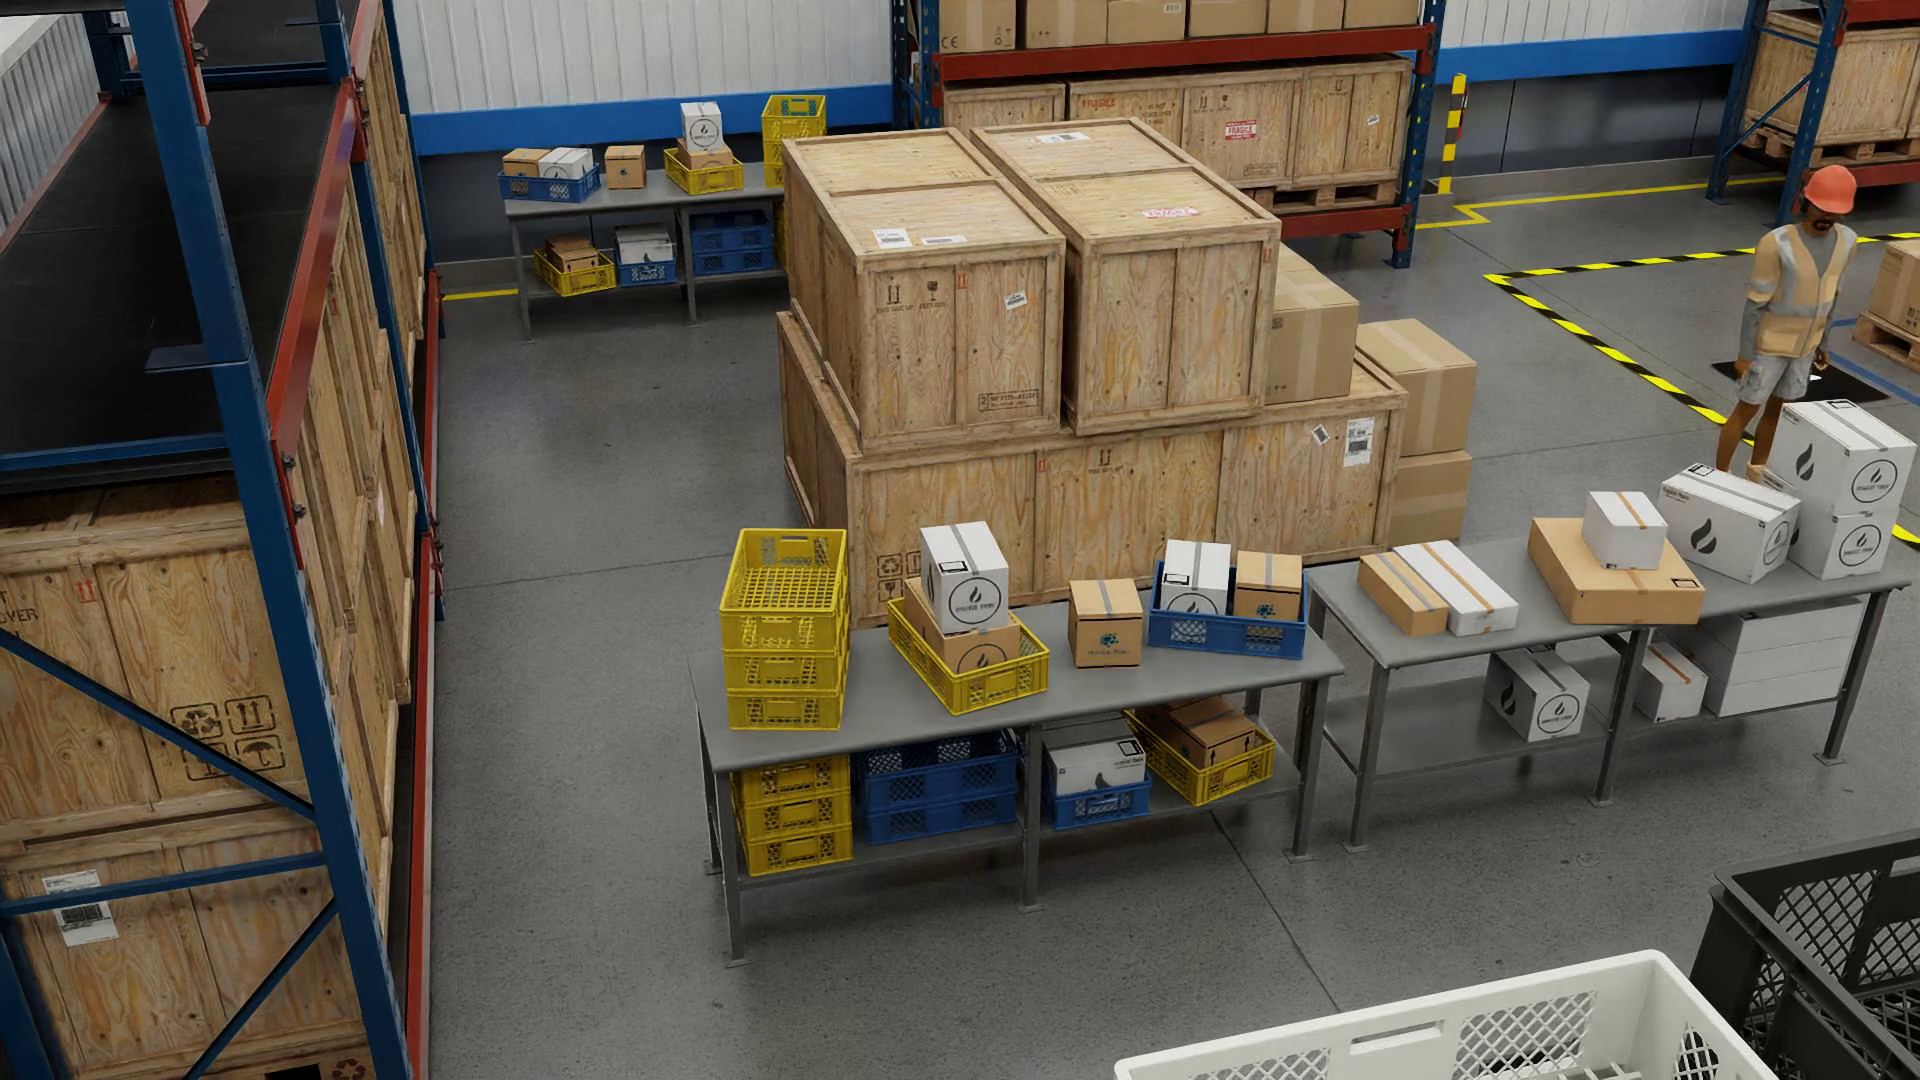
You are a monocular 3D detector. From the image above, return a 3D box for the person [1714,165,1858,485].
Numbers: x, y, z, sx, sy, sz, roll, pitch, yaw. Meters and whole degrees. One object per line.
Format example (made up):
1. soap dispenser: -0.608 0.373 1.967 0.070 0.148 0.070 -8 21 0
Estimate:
1. person: 4.617 -1.089 9.262 0.609 2.038 0.393 -8 30 -14
